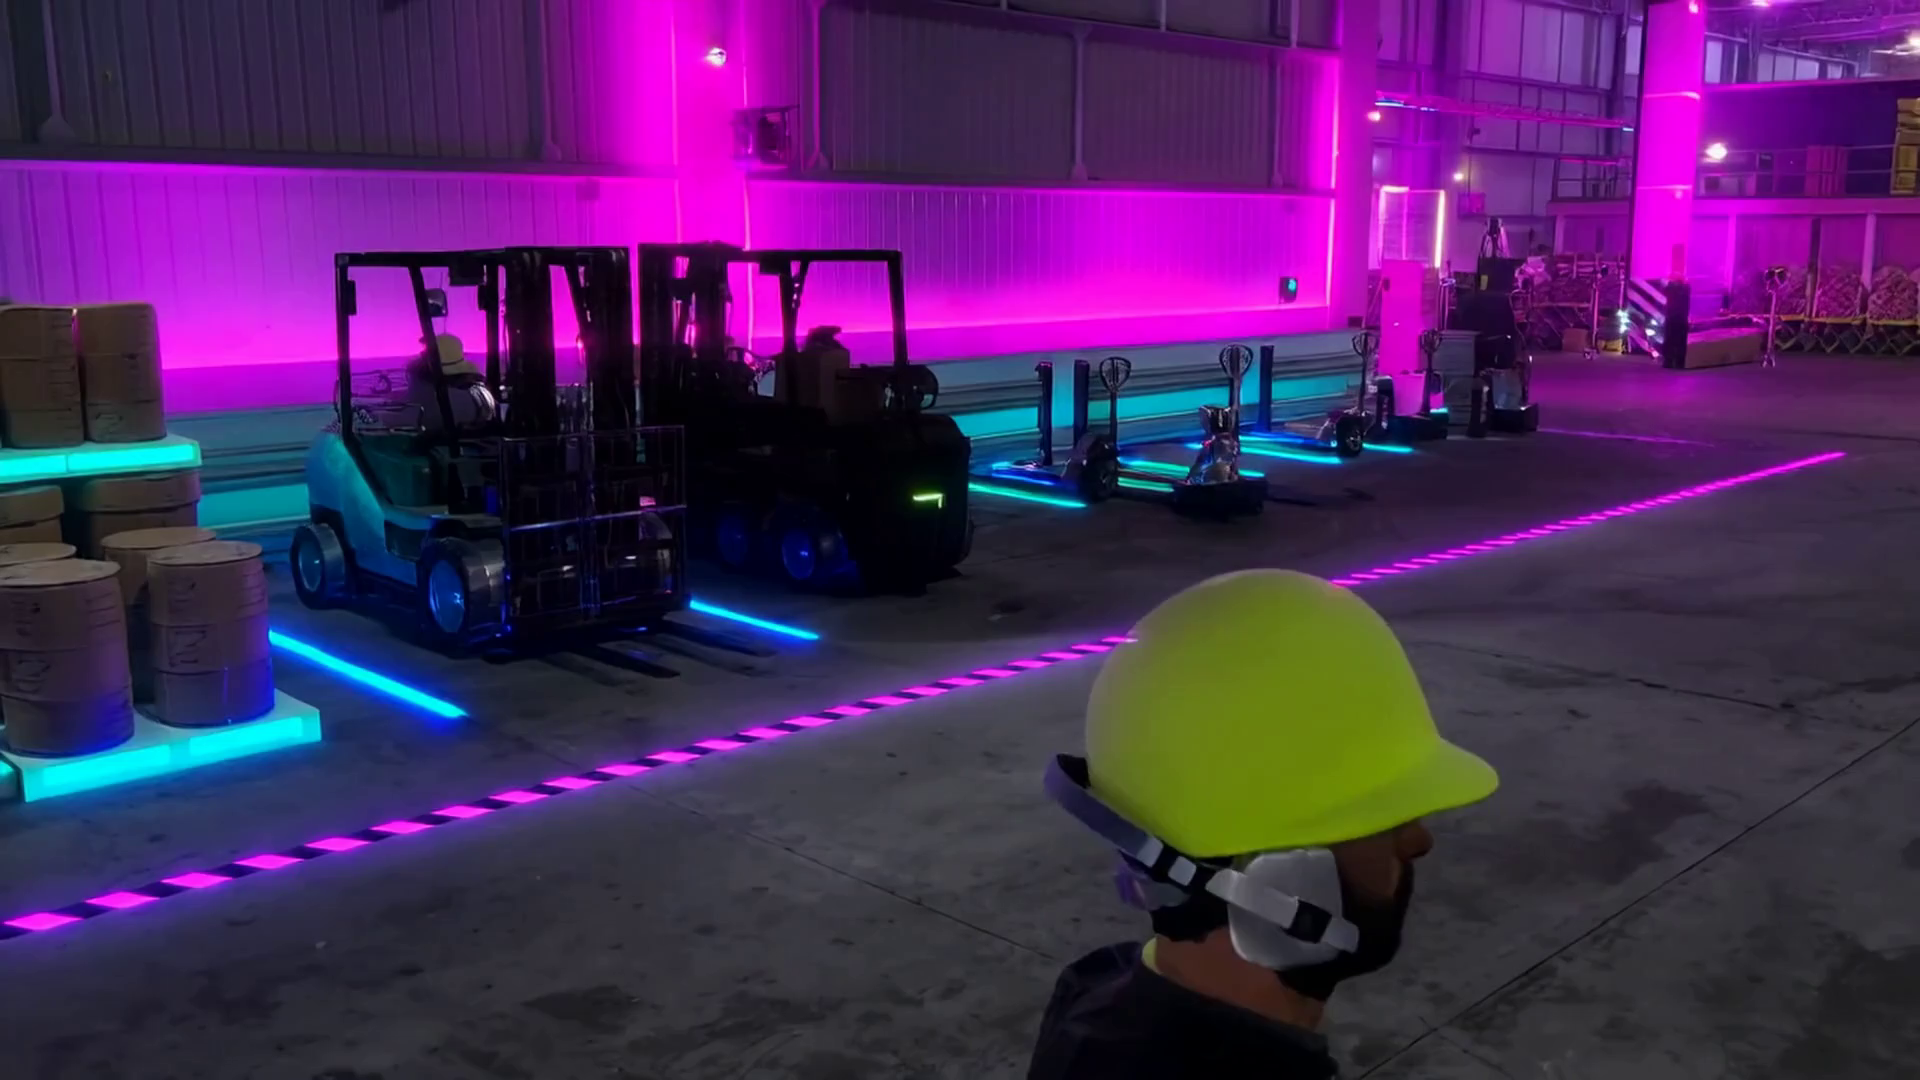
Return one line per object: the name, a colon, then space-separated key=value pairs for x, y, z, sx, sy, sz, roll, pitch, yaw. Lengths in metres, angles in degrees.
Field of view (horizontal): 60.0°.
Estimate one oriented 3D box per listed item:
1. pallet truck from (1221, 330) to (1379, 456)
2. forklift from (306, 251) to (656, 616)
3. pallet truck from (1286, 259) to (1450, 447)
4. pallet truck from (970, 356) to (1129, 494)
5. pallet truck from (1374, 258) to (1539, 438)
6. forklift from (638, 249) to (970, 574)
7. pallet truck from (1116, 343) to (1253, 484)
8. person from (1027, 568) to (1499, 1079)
pallet truck: x=3.563 y=-1.581 z=17.381 sx=0.653 sy=1.274 sz=1.630 roll=-10 pitch=14 yaw=-44
forklift: x=-2.833 y=-0.669 z=9.694 sx=1.157 sy=1.987 sz=2.680 roll=-10 pitch=14 yaw=-44
pallet truck: x=4.493 y=-2.078 z=18.196 sx=0.823 sy=1.965 sz=1.885 roll=-9 pitch=14 yaw=-40
pallet truck: x=0.784 y=-1.085 z=14.876 sx=0.680 sy=1.201 sz=1.601 roll=-10 pitch=14 yaw=-44
pallet truck: x=5.704 y=-2.208 z=18.901 sx=1.885 sy=1.965 sz=0.823 roll=10 pitch=14 yaw=43
forklift: x=-1.173 y=-0.958 z=11.239 sx=2.680 sy=1.987 sz=1.157 roll=10 pitch=14 yaw=43
pallet truck: x=1.962 y=-1.215 z=15.415 sx=1.522 sy=1.261 sz=0.704 roll=10 pitch=14 yaw=43
person: x=0.219 y=1.007 z=1.374 sx=0.375 sy=1.997 sz=0.612 roll=-2 pitch=11 yaw=-10
